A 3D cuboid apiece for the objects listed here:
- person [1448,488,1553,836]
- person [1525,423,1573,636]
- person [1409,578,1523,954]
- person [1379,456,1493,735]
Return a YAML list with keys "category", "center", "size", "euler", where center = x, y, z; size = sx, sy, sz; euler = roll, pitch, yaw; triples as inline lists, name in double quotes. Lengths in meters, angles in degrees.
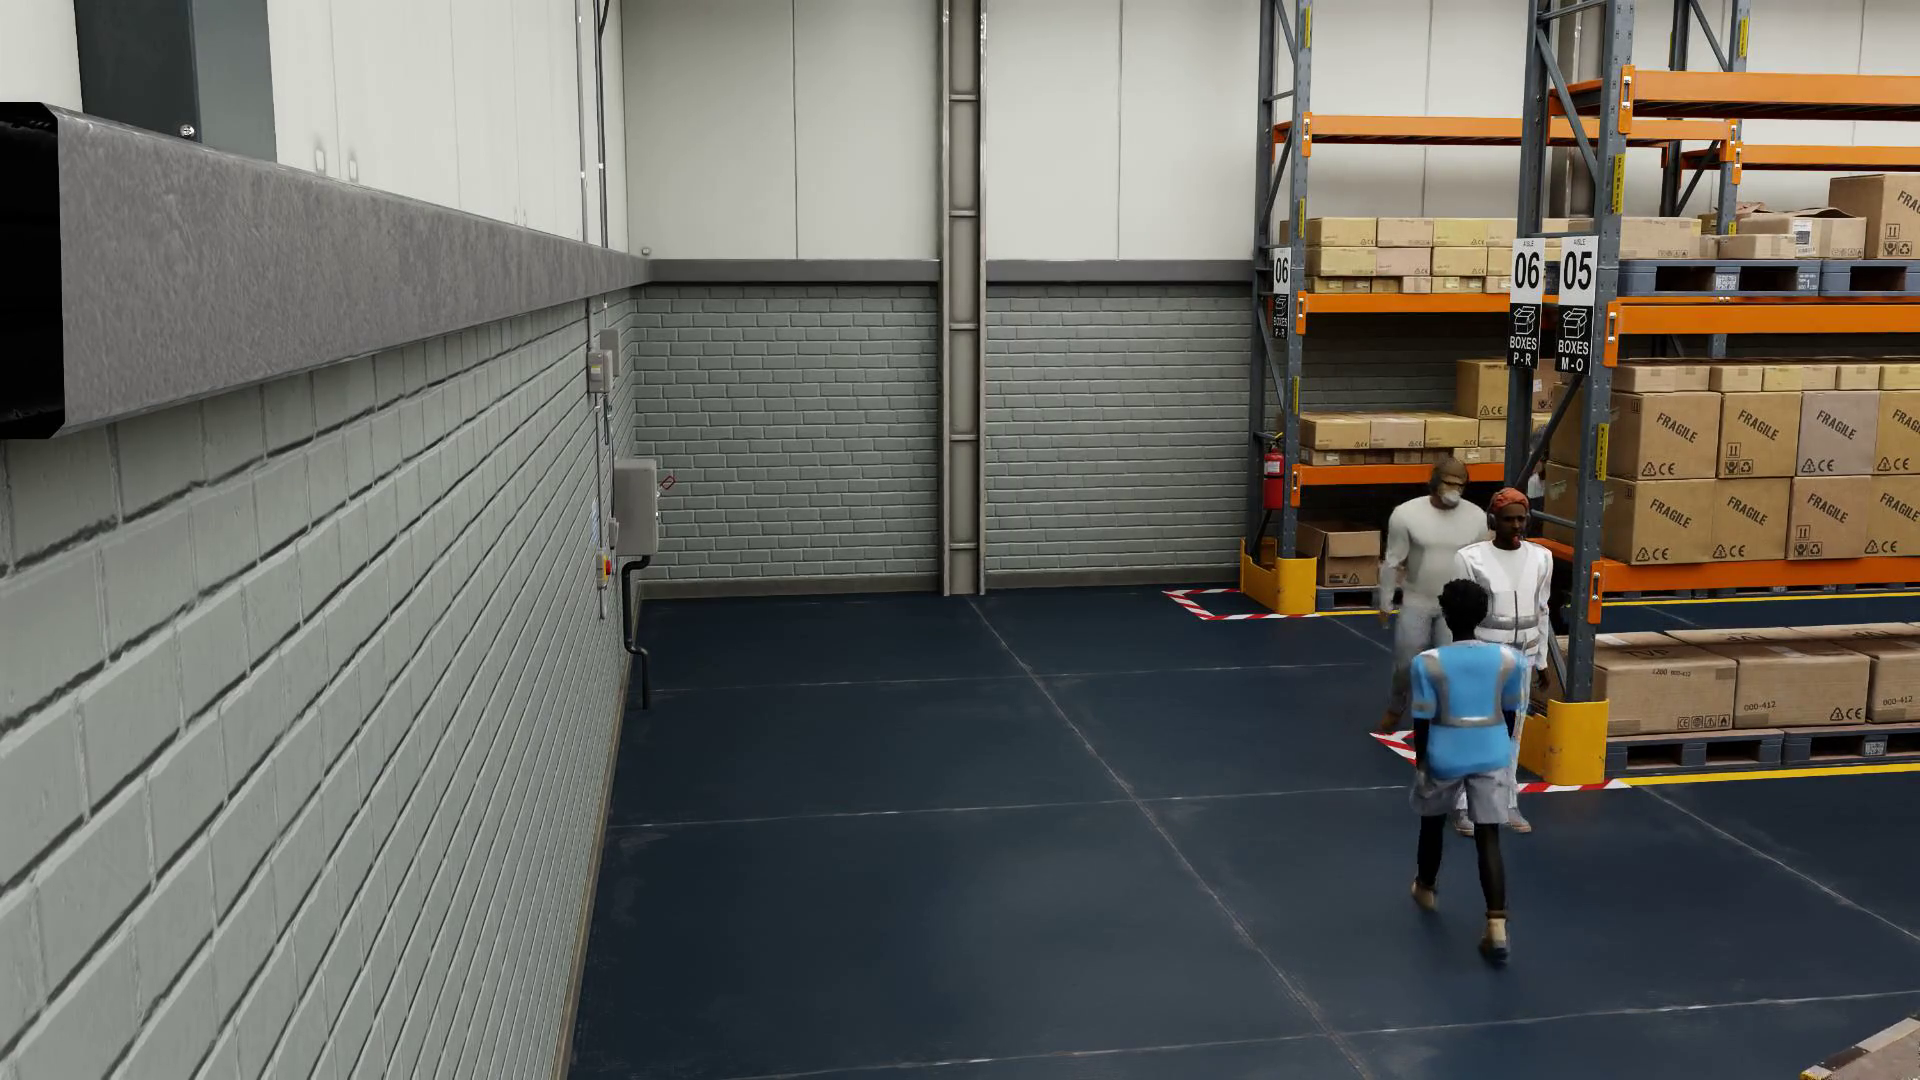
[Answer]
- category: "person"
  center: [2.899, 0.654, 8.945]
  size: [0.583, 1.882, 0.337]
  euler: [-2, 9, -10]
- category: "person"
  center: [4.147, 0.144, 11.608]
  size: [0.976, 2.000, 0.690]
  euler: [-3, 10, -15]
- category: "person"
  center: [2.298, 0.999, 7.537]
  size: [0.529, 1.660, 0.883]
  euler: [0, 9, 2]
- category: "person"
  center: [2.960, 0.403, 10.420]
  size: [0.653, 1.915, 0.628]
  euler: [1, 9, 7]
